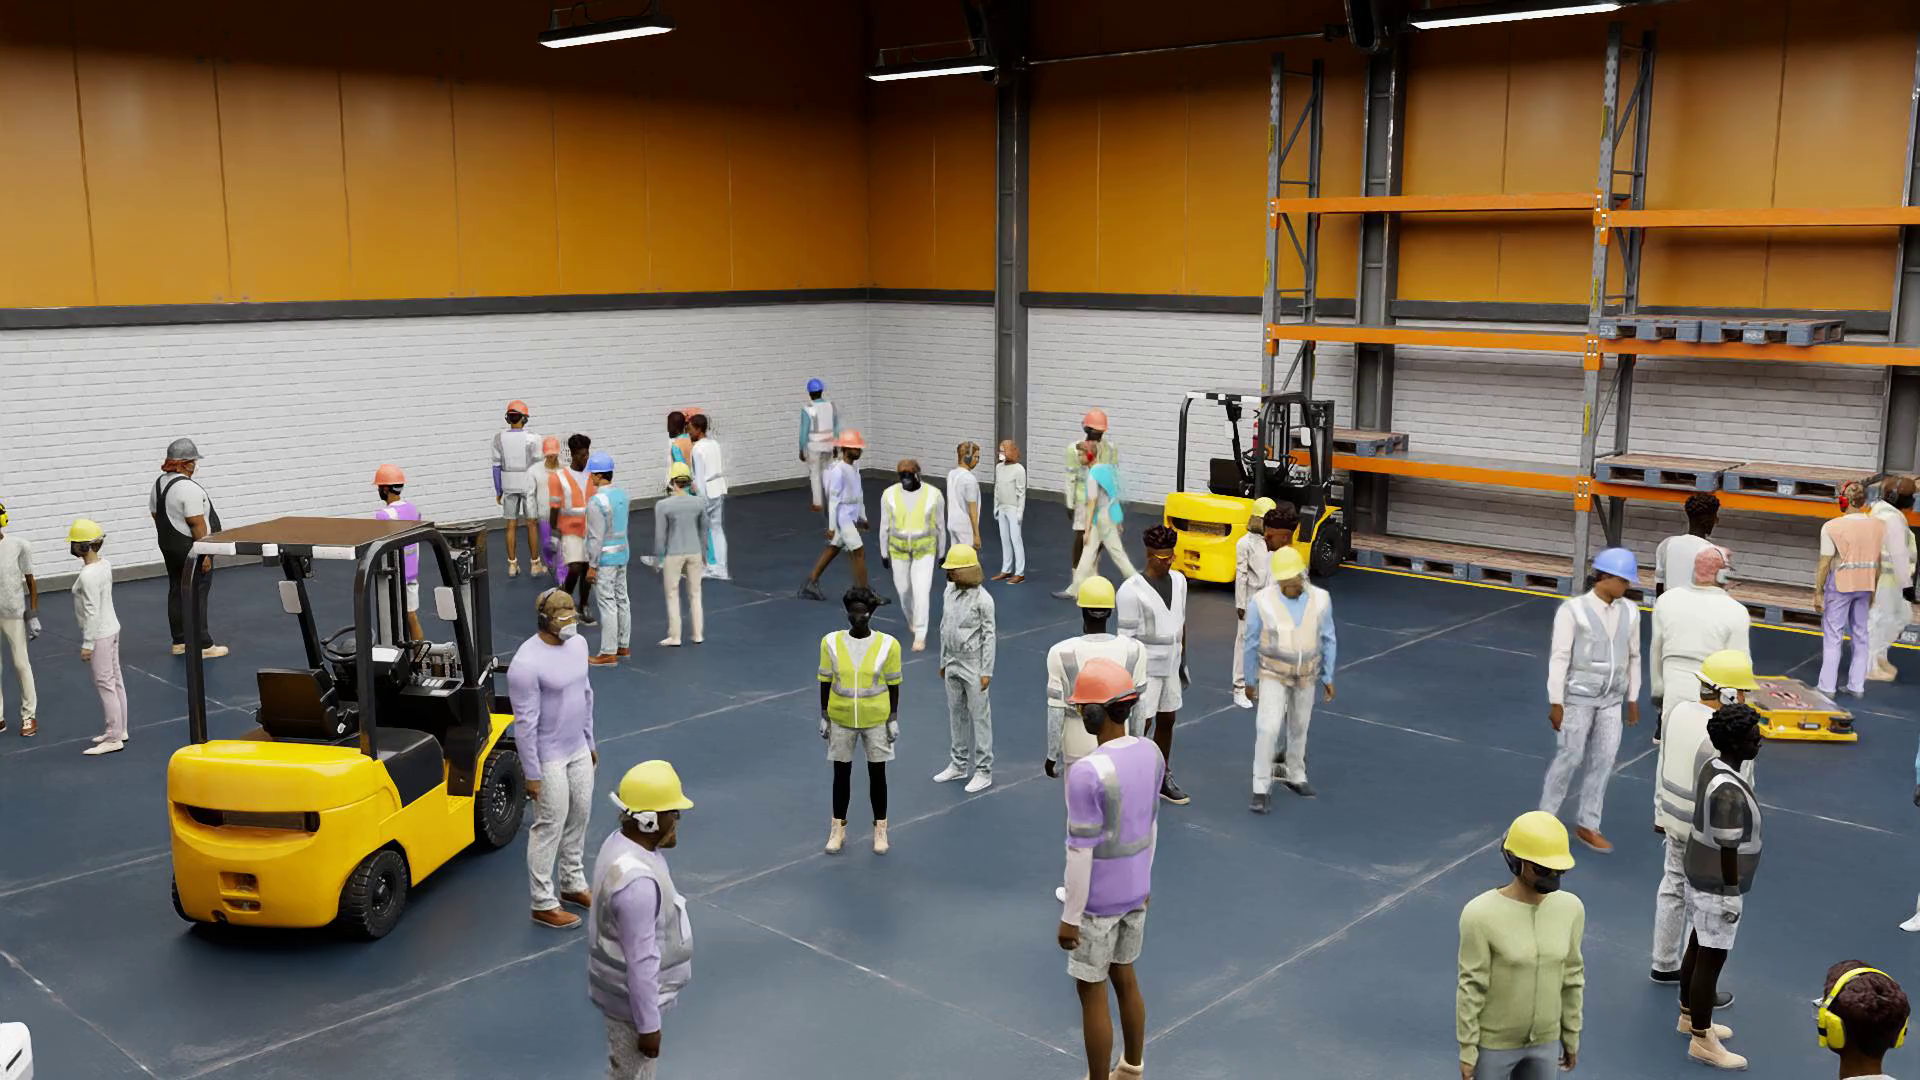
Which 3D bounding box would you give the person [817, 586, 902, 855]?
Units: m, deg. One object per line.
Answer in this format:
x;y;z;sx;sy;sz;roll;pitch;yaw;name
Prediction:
-0.626;1.118;10.356;0.532;1.698;0.319;1;10;4;person

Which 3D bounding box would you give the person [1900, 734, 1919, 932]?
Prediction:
5.422;1.389;8.982;0.311;1.638;0.523;-6;12;-31;person

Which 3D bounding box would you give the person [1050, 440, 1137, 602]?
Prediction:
1.519;-0.173;17.553;1.050;1.761;0.573;2;10;9;person

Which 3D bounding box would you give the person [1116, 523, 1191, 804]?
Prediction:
1.310;0.850;11.171;0.614;1.952;0.386;-8;13;-39;person

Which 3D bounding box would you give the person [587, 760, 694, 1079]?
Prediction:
-1.228;1.746;6.471;0.426;1.815;0.587;-2;10;-13;person

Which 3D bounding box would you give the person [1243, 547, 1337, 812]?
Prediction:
2.212;0.927;11.205;0.646;1.796;0.627;-2;10;-9;person

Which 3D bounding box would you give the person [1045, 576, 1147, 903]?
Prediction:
0.765;1.155;9.486;0.594;1.926;0.367;-2;10;-14;person

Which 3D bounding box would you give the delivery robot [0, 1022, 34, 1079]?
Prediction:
-4.140;2.251;6.888;0.477;0.478;0.707;-2;10;-9;delivery robot

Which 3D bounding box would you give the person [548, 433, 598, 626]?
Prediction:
-3.774;-0.093;16.515;0.633;1.948;0.420;-10;14;-43;person

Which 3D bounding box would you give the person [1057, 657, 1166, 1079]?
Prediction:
0.622;1.509;7.195;0.403;2.030;0.612;8;13;37;person

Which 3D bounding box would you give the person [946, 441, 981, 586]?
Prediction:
0.051;-0.077;16.759;0.344;1.839;0.506;-6;11;-29;person

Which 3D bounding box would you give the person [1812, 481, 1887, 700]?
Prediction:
7.408;0.432;13.875;0.560;1.836;0.394;-1;10;-7;person

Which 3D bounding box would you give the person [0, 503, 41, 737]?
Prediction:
-7.378;0.601;12.812;0.534;1.868;0.309;-2;10;-11;person

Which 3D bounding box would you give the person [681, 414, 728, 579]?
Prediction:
-2.945;-0.487;18.918;0.675;1.891;0.611;4;11;20;person

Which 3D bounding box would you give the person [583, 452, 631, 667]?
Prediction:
-3.187;0.171;15.035;0.383;1.949;0.605;3;10;15;person

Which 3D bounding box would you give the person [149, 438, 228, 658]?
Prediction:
-7.095;0.066;15.367;0.689;2.000;0.538;7;12;36;person

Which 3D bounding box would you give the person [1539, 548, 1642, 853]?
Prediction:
3.971;0.994;10.417;0.672;1.914;0.447;-3;10;-15;person

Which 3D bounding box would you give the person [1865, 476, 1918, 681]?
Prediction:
8.078;0.345;14.420;0.495;1.818;0.638;5;11;28;person

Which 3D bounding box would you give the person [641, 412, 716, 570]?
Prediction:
-3.285;-0.565;19.453;1.002;1.861;0.602;2;10;14;person

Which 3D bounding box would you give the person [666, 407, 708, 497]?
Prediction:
-3.302;-0.660;19.939;0.597;1.883;0.581;-4;11;-22;person

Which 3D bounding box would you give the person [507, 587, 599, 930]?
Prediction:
-2.241;1.202;9.243;0.377;1.927;0.635;4;11;20;person

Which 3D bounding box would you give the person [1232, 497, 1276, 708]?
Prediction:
2.482;0.507;13.705;0.493;1.743;0.314;-6;12;-32;person

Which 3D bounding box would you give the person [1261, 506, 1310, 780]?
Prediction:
2.312;0.725;11.864;0.389;1.956;0.606;1;10;4;person

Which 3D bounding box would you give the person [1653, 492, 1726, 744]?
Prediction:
5.477;0.614;12.457;0.361;1.965;0.613;-4;11;-24;person

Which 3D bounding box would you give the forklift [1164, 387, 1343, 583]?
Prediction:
3.298;-0.608;18.767;1.214;2.155;2.313;9;13;42;forklift

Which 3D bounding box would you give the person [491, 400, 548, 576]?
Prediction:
-5.052;-0.590;19.124;0.605;2.035;0.385;0;10;2;person

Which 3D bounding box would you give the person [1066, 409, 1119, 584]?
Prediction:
1.452;-0.455;18.425;0.620;2.011;0.598;-3;11;-19;person

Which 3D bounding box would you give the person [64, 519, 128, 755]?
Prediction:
-6.460;0.718;12.434;0.315;1.770;0.524;-3;10;-14;person

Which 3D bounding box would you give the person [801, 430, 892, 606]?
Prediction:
-1.257;-0.244;17.634;1.018;1.885;0.548;2;10;12;person

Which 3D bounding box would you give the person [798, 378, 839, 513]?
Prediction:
-2.018;-1.334;23.657;0.625;1.927;0.440;-8;13;-39;person

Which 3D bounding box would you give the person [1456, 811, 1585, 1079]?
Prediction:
2.053;1.836;6.102;0.527;1.761;0.333;-3;10;-16;person

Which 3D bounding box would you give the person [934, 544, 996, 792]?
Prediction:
0.031;0.880;11.583;0.323;1.741;0.491;-9;13;-42;person

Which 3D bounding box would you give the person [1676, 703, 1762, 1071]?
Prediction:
3.533;1.580;7.723;0.319;1.697;0.533;3;10;15;person

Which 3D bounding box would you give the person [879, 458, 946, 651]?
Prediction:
-0.447;0.099;15.879;0.636;1.809;0.863;1;10;7;person

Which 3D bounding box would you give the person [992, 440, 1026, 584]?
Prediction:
0.560;-0.322;18.765;0.276;1.627;0.504;-7;12;-35;person

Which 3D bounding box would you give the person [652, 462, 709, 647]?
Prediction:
-2.653;0.148;15.775;0.578;1.764;0.310;-6;12;-30;person

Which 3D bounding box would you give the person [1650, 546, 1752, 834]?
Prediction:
4.712;0.977;10.572;0.402;1.905;0.650;-7;12;-34;person

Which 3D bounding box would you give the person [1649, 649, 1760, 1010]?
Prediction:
3.700;1.429;8.251;0.403;1.818;0.600;-2;10;-10;person

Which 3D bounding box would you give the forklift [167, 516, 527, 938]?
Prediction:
-3.583;0.976;9.748;1.214;2.155;2.313;2;10;11;forklift

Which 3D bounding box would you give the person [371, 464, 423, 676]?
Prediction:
-4.848;0.308;14.281;0.361;1.935;0.553;2;10;12;person

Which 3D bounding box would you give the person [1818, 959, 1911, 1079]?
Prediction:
2.399;2.058;4.551;0.510;1.861;0.324;-2;10;-11;person

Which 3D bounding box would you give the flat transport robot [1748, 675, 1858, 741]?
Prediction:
6.545;1.313;13.306;0.652;0.197;1.431;1;10;6;flat transport robot

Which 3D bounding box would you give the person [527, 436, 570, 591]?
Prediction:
-4.538;-0.334;18.586;0.584;1.721;0.779;-2;10;-12;person
